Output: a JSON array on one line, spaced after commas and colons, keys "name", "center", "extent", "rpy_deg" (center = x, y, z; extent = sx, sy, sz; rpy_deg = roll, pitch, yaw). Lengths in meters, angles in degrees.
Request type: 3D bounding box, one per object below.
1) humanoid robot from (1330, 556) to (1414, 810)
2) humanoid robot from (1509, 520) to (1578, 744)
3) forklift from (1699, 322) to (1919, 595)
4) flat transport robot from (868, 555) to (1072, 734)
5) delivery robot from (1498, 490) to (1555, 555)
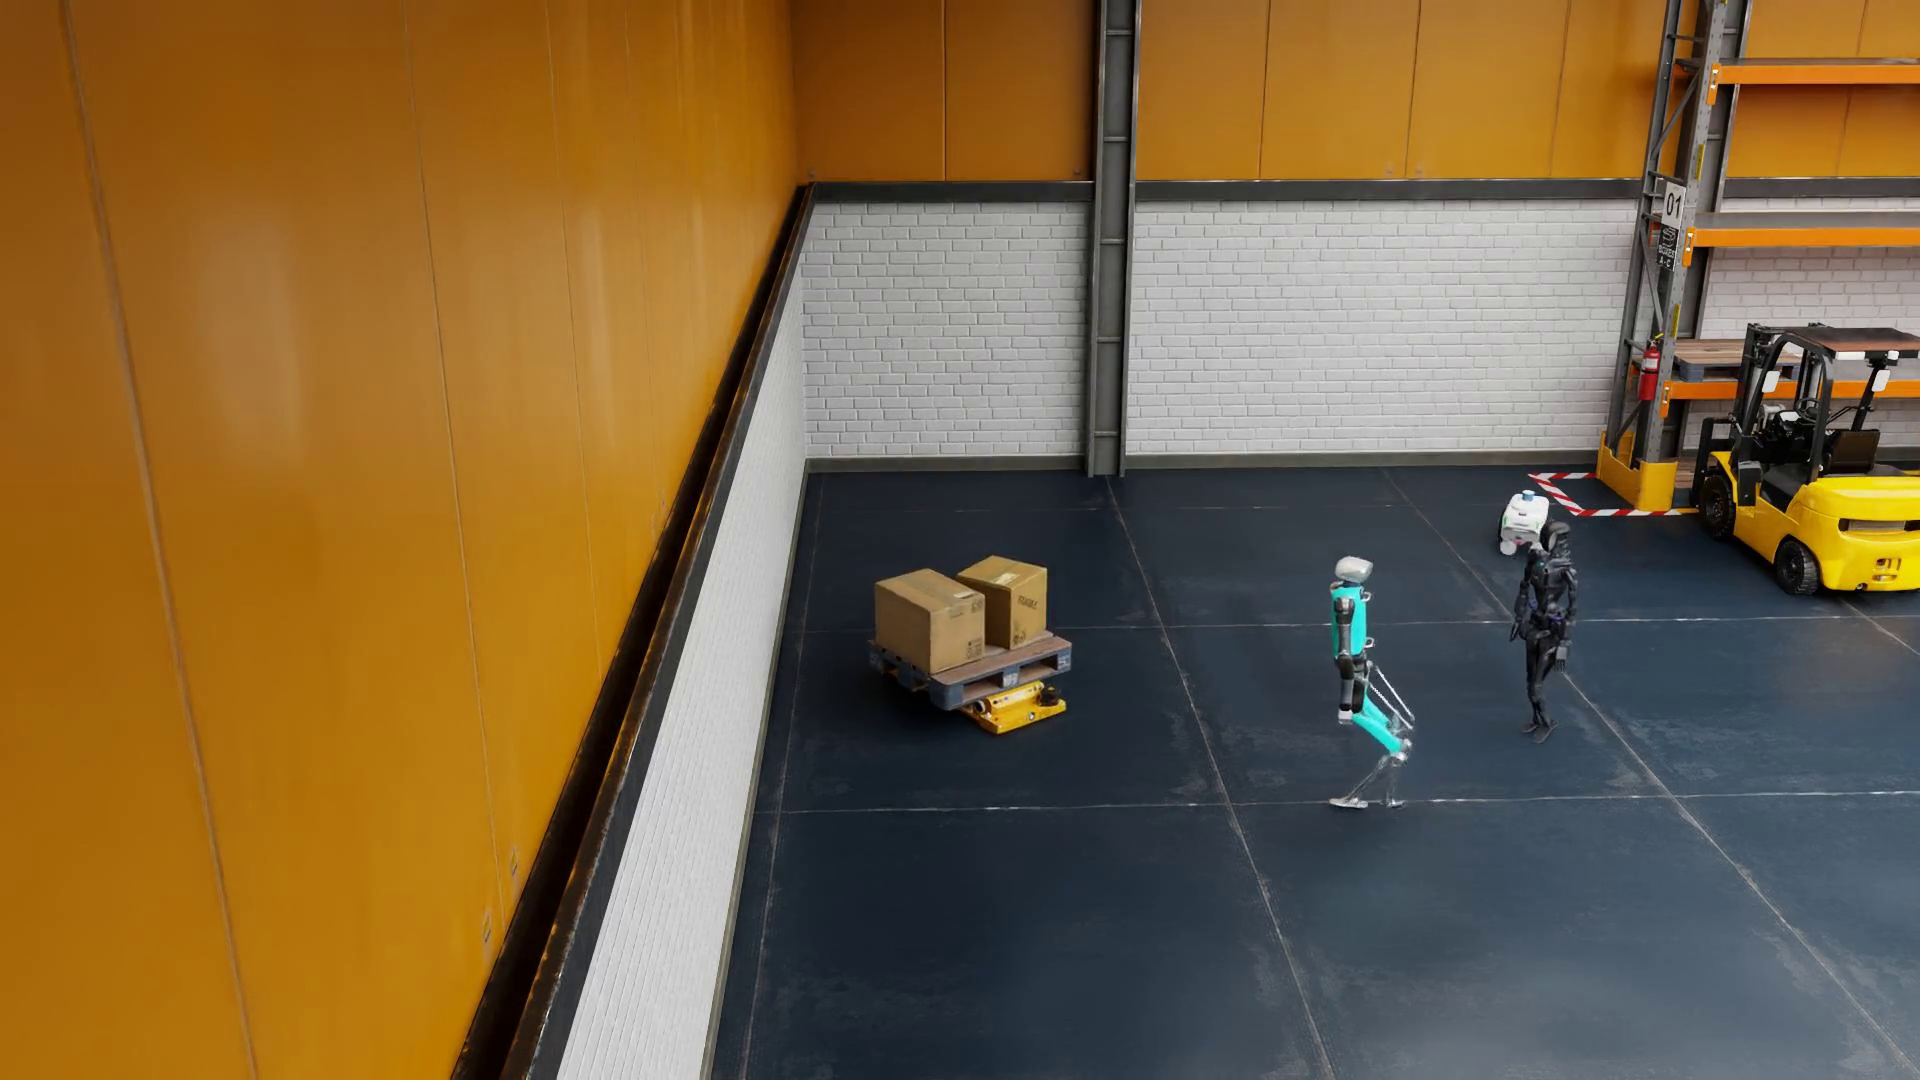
[{"name": "humanoid robot", "center": [2.726, 1.015, 10.730], "extent": [0.770, 1.827, 0.537], "rpy_deg": [7, 21, 18]}, {"name": "humanoid robot", "center": [4.146, 0.636, 11.790], "extent": [0.374, 1.646, 0.589], "rpy_deg": [-8, 22, -21]}, {"name": "forklift", "center": [7.809, -0.792, 14.926], "extent": [1.214, 2.155, 2.313], "rpy_deg": [-1, 20, -2]}, {"name": "flat transport robot", "center": [0.089, 1.068, 12.656], "extent": [0.659, 0.231, 1.431], "rpy_deg": [-15, 25, -34]}, {"name": "delivery robot", "center": [5.312, -0.182, 15.604], "extent": [0.514, 0.576, 0.747], "rpy_deg": [9, 22, 24]}]
